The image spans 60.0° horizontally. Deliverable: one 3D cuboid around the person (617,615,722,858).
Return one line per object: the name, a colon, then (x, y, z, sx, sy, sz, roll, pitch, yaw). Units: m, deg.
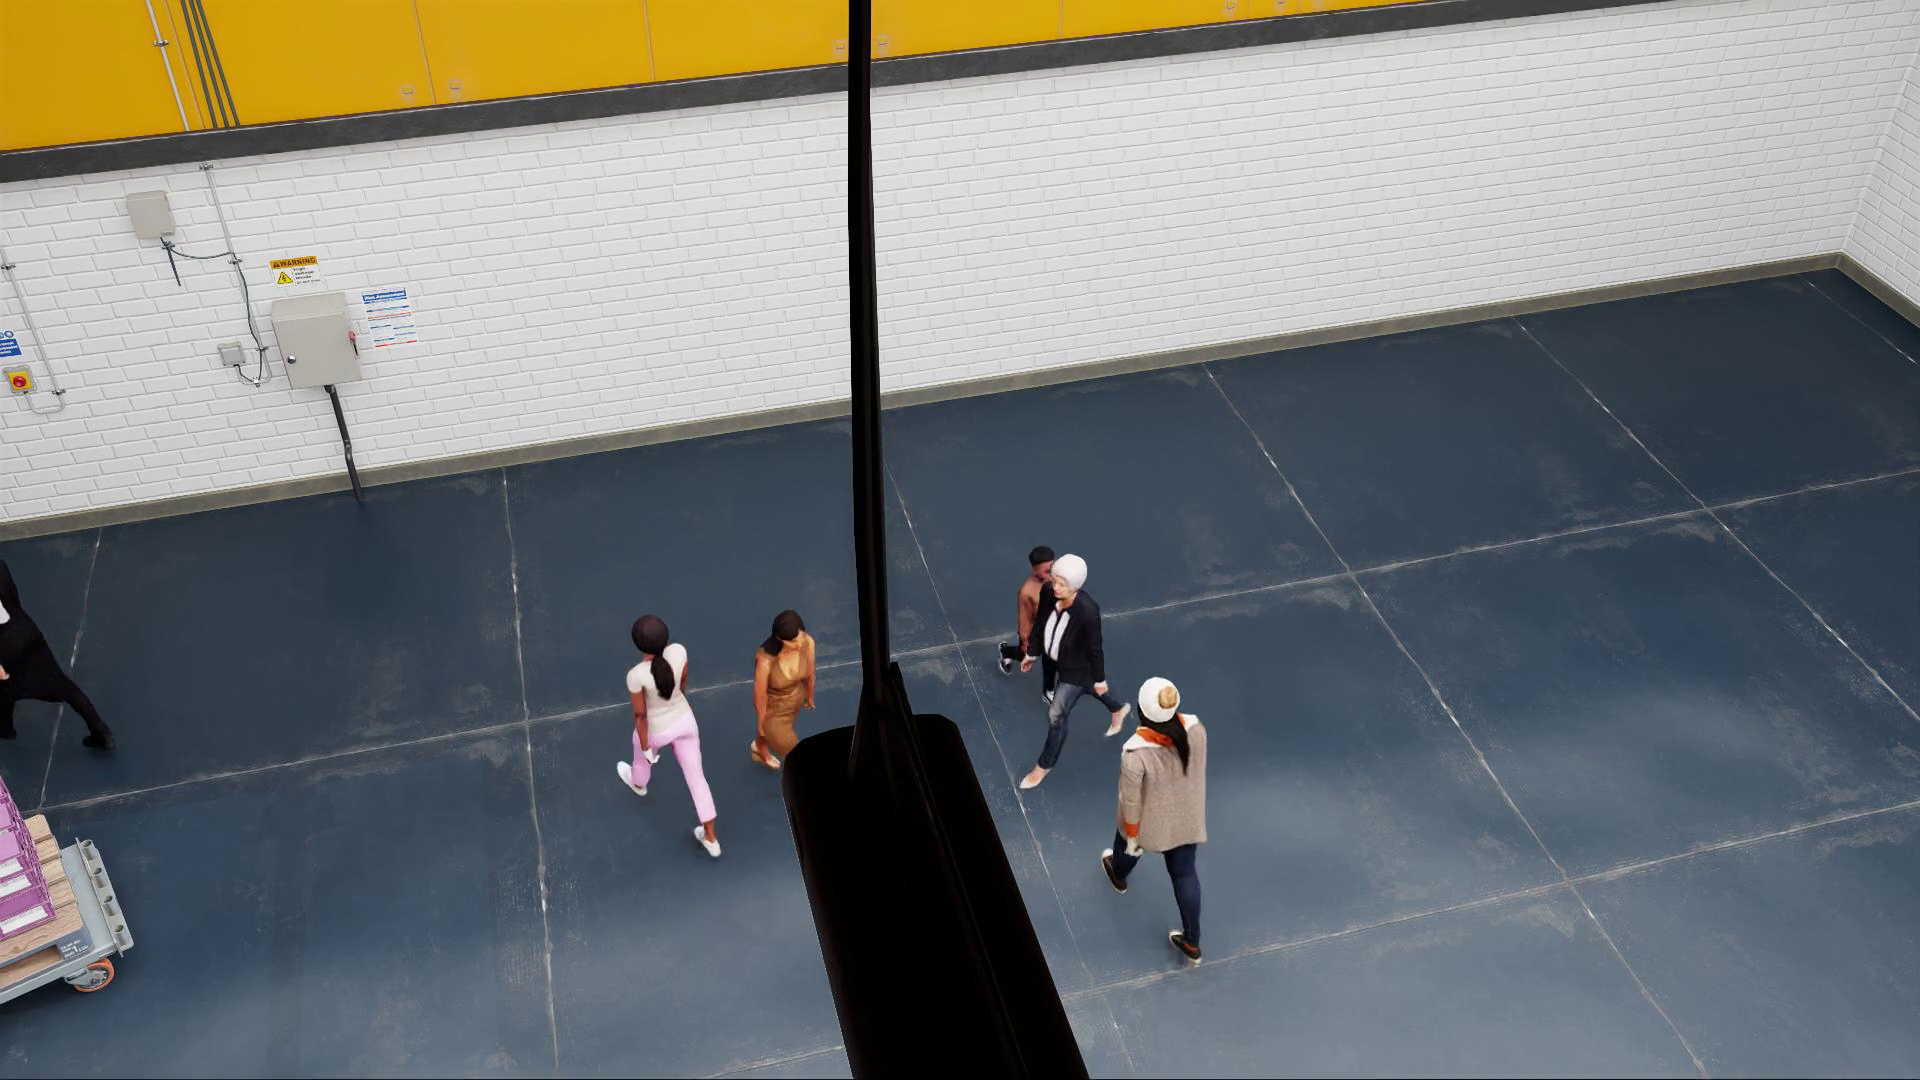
person: (-1.654, 1.165, 9.724, 0.910, 1.690, 1.229, -27, 46, -30)

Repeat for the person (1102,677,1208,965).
person: (1.149, 1.549, 9.122, 0.722, 1.842, 1.189, -14, 41, -17)

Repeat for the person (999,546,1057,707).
person: (0.474, 0.531, 10.878, 0.687, 1.241, 0.919, -23, 44, -26)

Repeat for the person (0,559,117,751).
person: (-5.760, 0.691, 10.292, 1.067, 1.723, 1.210, 8, 39, 10)

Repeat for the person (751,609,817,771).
person: (-1.124, 0.996, 10.008, 1.233, 1.601, 0.989, 28, 46, 31)

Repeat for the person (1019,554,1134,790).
person: (0.799, 0.712, 10.169, 0.891, 1.754, 1.229, -19, 42, -22)
